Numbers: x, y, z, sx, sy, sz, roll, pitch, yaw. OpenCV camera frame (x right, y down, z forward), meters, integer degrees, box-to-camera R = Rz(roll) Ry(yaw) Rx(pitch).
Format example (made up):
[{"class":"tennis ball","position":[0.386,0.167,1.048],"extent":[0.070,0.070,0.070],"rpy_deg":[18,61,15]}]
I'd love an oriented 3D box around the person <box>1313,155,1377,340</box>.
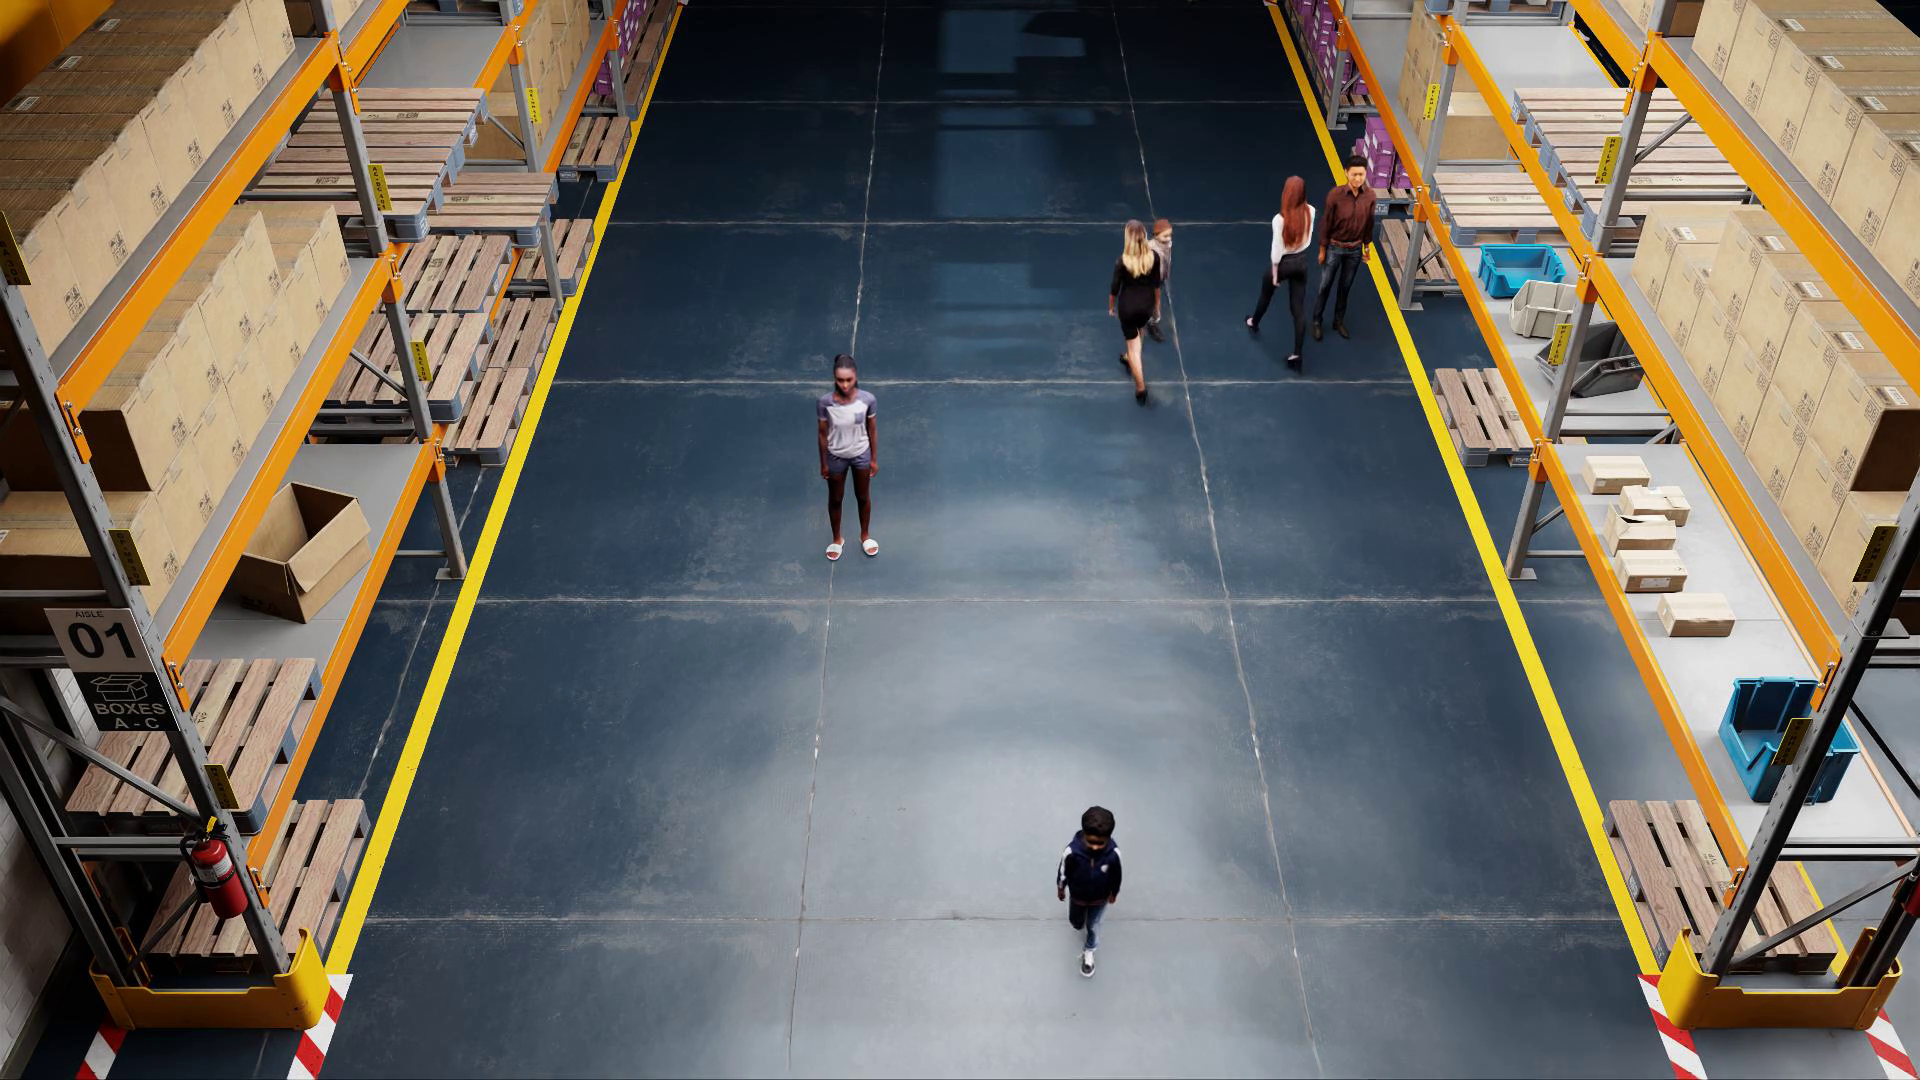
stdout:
[{"class":"person","position":[3.456,-2.648,15.007],"extent":[0.666,1.782,0.555],"rpy_deg":[-4,39,-5]}]

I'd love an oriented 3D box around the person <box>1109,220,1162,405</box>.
[{"class":"person","position":[1.525,-1.891,14.171],"extent":[0.764,1.644,1.009],"rpy_deg":[-10,40,-13]}]

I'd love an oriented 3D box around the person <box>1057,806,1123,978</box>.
[{"class":"person","position":[0.757,1.980,9.666],"extent":[0.577,1.216,0.712],"rpy_deg":[5,39,7]}]

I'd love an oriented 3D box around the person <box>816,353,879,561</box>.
[{"class":"person","position":[-0.836,-0.623,12.520],"extent":[0.642,1.722,0.616],"rpy_deg":[-6,39,-7]}]

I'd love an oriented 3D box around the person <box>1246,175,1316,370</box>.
[{"class":"person","position":[2.932,-2.316,14.652],"extent":[0.873,1.706,1.204],"rpy_deg":[-13,40,-15]}]
